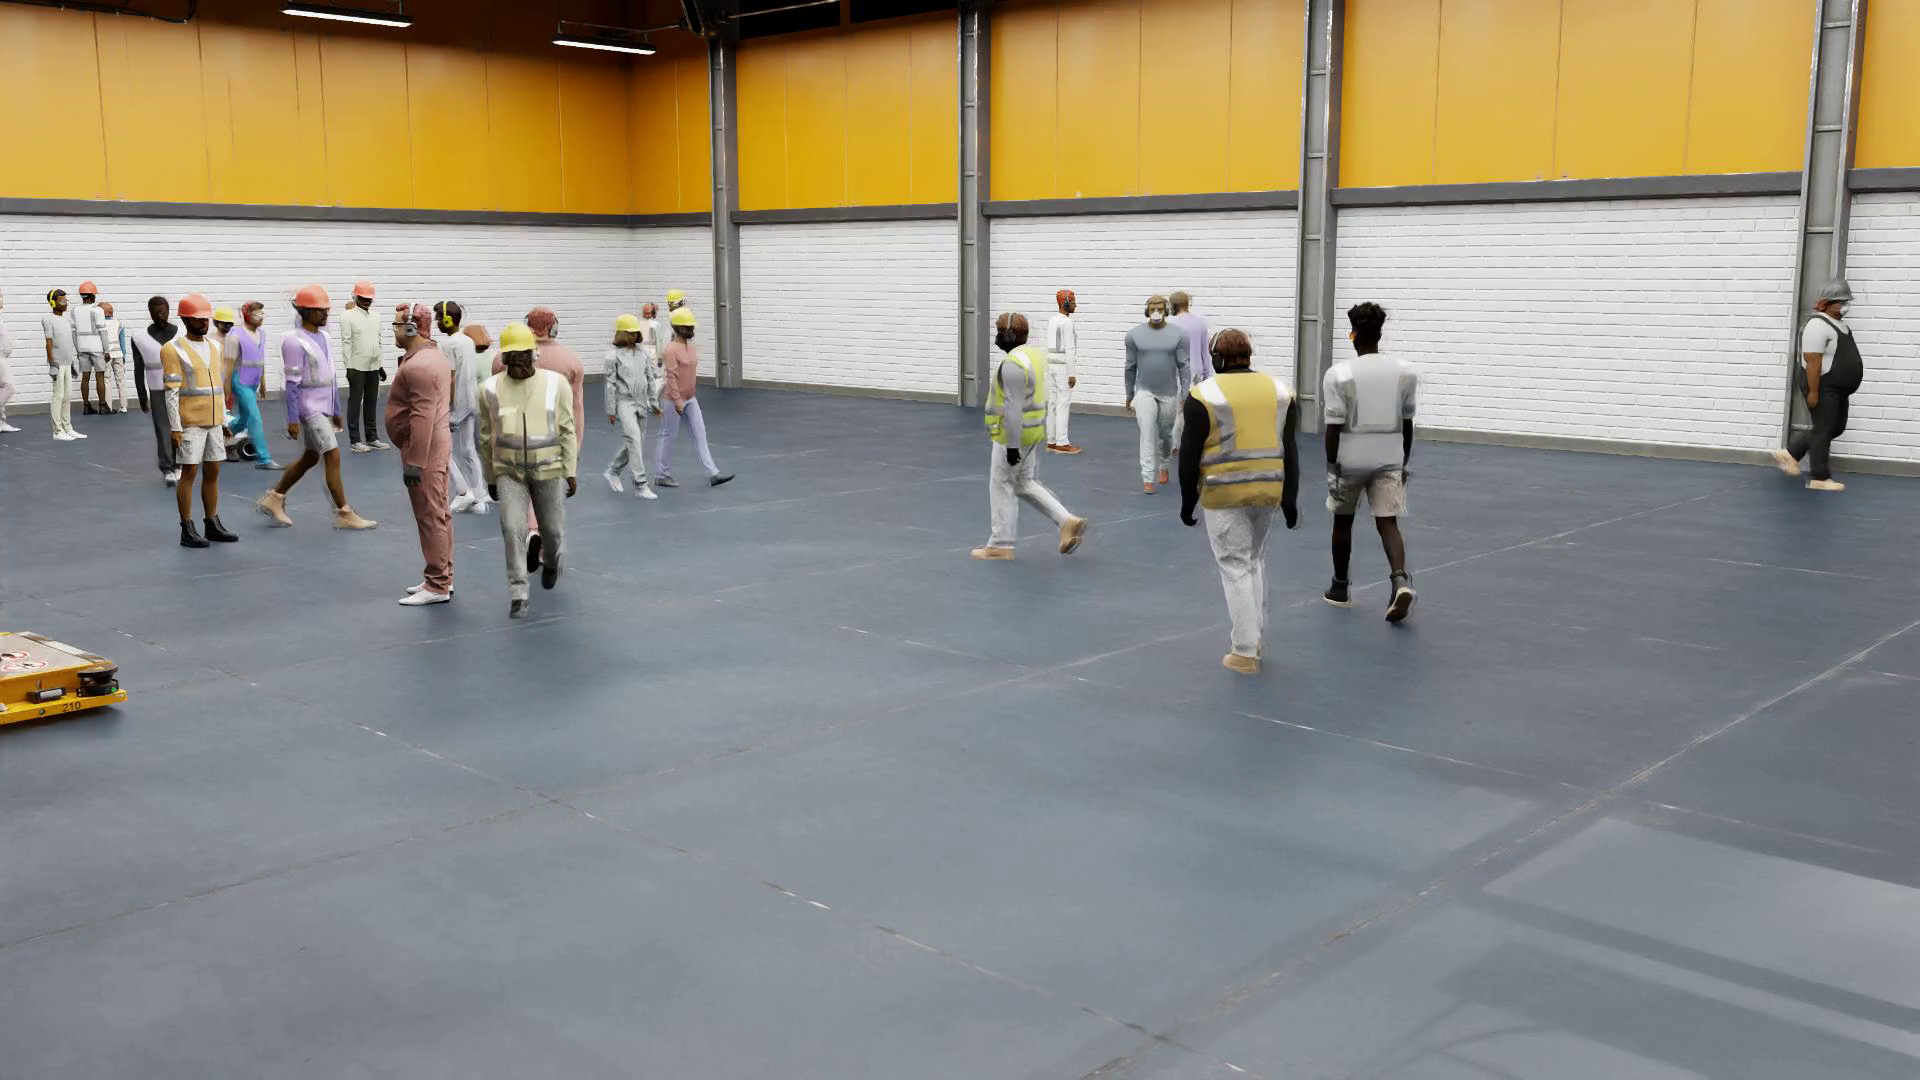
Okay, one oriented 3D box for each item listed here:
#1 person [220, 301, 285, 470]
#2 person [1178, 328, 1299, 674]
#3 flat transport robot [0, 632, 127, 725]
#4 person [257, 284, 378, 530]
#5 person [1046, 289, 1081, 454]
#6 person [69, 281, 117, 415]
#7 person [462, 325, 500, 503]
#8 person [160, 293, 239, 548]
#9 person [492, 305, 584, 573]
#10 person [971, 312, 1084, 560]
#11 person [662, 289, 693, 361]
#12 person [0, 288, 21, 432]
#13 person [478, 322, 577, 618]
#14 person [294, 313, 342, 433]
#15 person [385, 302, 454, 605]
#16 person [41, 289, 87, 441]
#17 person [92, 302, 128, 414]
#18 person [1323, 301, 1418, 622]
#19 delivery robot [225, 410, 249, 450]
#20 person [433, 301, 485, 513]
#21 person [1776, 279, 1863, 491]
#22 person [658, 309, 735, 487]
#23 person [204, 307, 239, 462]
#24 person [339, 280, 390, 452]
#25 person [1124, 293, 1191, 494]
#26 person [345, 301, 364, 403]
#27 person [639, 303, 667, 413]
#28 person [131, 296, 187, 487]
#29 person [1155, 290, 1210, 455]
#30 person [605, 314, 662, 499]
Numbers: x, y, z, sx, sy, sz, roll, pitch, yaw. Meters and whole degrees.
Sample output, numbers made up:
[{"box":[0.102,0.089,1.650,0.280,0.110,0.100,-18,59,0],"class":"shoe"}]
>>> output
[{"box":[-7.606,-1.626,17.534,0.869,1.802,0.604,1,9,4],"class":"person"},{"box":[1.455,-0.209,8.849,0.625,1.809,0.670,-4,10,-23],"class":"person"},{"box":[-4.752,0.658,8.192,1.431,0.197,0.652,8,12,40],"class":"flat transport robot"},{"box":[-5.294,-1.069,13.505,1.011,2.010,0.623,1,9,5],"class":"person"},{"box":[1.181,-1.937,19.169,0.337,1.882,0.583,-3,10,-19],"class":"person"},{"box":[-12.595,-2.775,24.145,0.545,1.938,0.359,1,9,8],"class":"person"},{"box":[-4.407,-1.139,15.082,0.637,1.606,0.527,4,10,25],"class":"person"},{"box":[-5.803,-0.915,12.738,0.372,1.935,0.551,4,10,22],"class":"person"},{"box":[-2.950,-0.705,11.653,0.652,1.872,0.814,-3,10,-18],"class":"person"},{"box":[0.483,-0.741,12.055,0.742,1.821,0.632,3,10,17],"class":"person"},{"box":[-4.279,-2.871,25.090,0.461,1.809,0.601,2,9,13],"class":"person"},{"box":[-12.415,-2.317,21.461,0.423,1.891,0.680,-5,11,-28],"class":"person"},{"box":[-2.680,-0.460,10.368,0.589,1.802,0.776,-2,9,-11],"class":"person"},{"box":[-8.309,-2.337,21.488,0.591,1.927,0.366,5,10,28],"class":"person"},{"box":[-3.429,-0.544,10.557,0.405,1.911,0.636,-1,9,-8],"class":"person"},{"box":[-11.124,-2.166,20.620,0.329,1.872,0.508,0,9,-1],"class":"person"},{"box":[-12.433,-2.654,24.311,0.307,1.640,0.518,6,11,31],"class":"person"},{"box":[2.504,-0.485,10.124,0.605,1.933,0.912,-1,9,-4],"class":"person"},{"box":[-8.120,-1.197,18.408,0.707,0.478,0.477,-4,10,-21],"class":"delivery robot"},{"box":[-4.346,-1.132,14.350,0.491,1.842,0.573,2,9,11],"class":"person"},{"box":[8.316,-1.504,16.032,0.682,2.000,0.685,9,13,44],"class":"person"},{"box":[-2.604,-1.352,16.058,0.815,1.728,0.537,4,10,24],"class":"person"},{"box":[-8.214,-1.736,18.488,0.864,1.718,0.538,8,12,40],"class":"person"},{"box":[-6.920,-2.020,19.368,0.402,1.985,0.613,4,10,25],"class":"person"},{"box":[1.899,-1.424,16.005,0.639,1.902,1.000,1,9,7],"class":"person"},{"box":[-9.465,-2.949,26.195,0.565,1.611,0.385,7,12,37],"class":"person"},{"box":[-4.528,-2.666,24.424,0.547,1.629,0.422,7,12,38],"class":"person"},{"box":[-7.808,-1.467,16.402,0.591,1.854,1.054,-6,11,-31],"class":"person"},{"box":[2.555,-1.835,18.567,0.649,1.890,1.025,-9,13,-43],"class":"person"},{"box":[-3.104,-1.261,15.552,0.823,1.711,0.500,7,12,38],"class":"person"}]
